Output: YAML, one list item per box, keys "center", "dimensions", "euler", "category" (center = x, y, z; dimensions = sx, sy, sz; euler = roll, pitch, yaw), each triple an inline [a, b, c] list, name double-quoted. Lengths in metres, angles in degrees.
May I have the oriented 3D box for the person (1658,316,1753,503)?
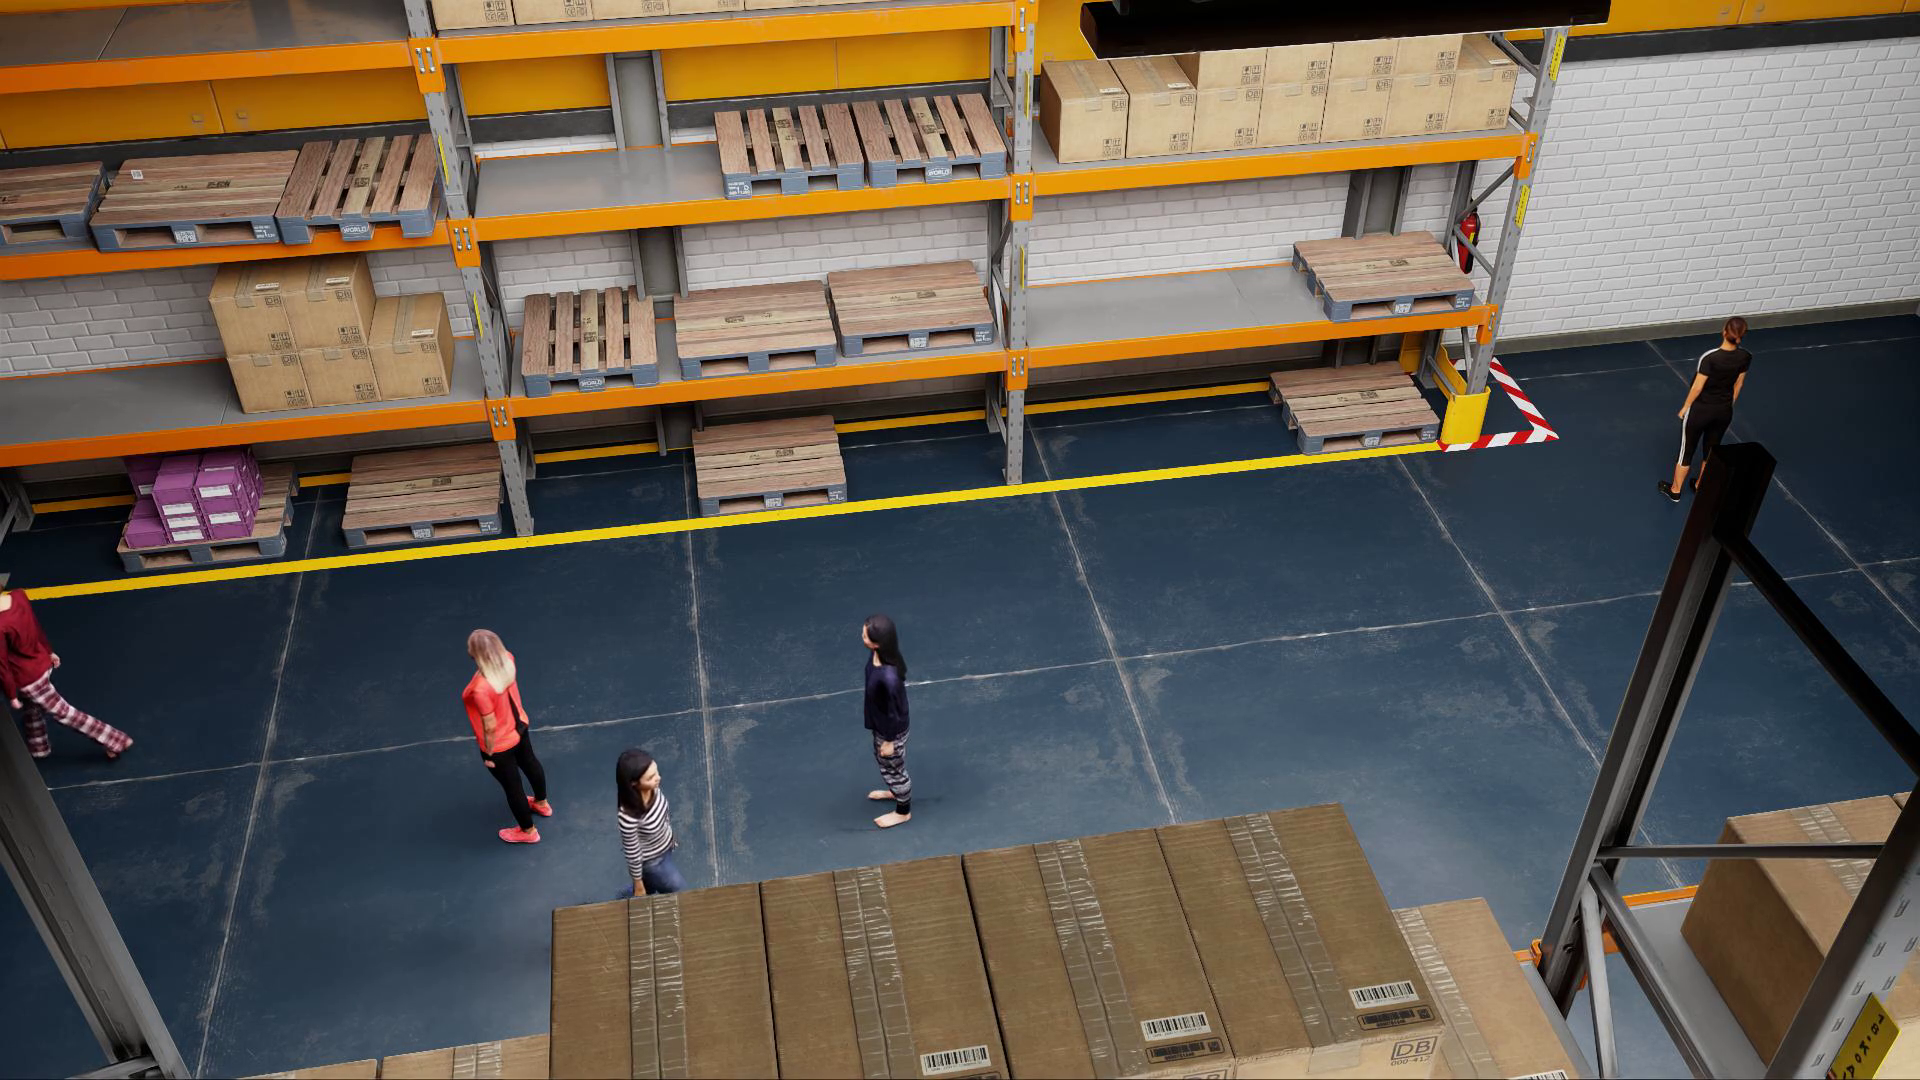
- center: [5.973, -1.045, 13.253]
  dimensions: [0.445, 1.669, 0.649]
  euler: [-4, 39, -5]
  category: "person"

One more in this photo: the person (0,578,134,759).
- center: [-5.983, 0.864, 10.870]
  dimensions: [1.047, 1.659, 0.668]
  euler: [-4, 39, -5]
  category: "person"

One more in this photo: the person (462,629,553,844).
- center: [-2.837, 1.217, 10.401]
  dimensions: [0.654, 1.693, 0.667]
  euler: [8, 39, 10]
  category: "person"

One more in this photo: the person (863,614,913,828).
- center: [-0.448, 1.123, 10.487]
  dimensions: [0.496, 1.732, 0.601]
  euler: [-7, 39, -8]
  category: "person"
